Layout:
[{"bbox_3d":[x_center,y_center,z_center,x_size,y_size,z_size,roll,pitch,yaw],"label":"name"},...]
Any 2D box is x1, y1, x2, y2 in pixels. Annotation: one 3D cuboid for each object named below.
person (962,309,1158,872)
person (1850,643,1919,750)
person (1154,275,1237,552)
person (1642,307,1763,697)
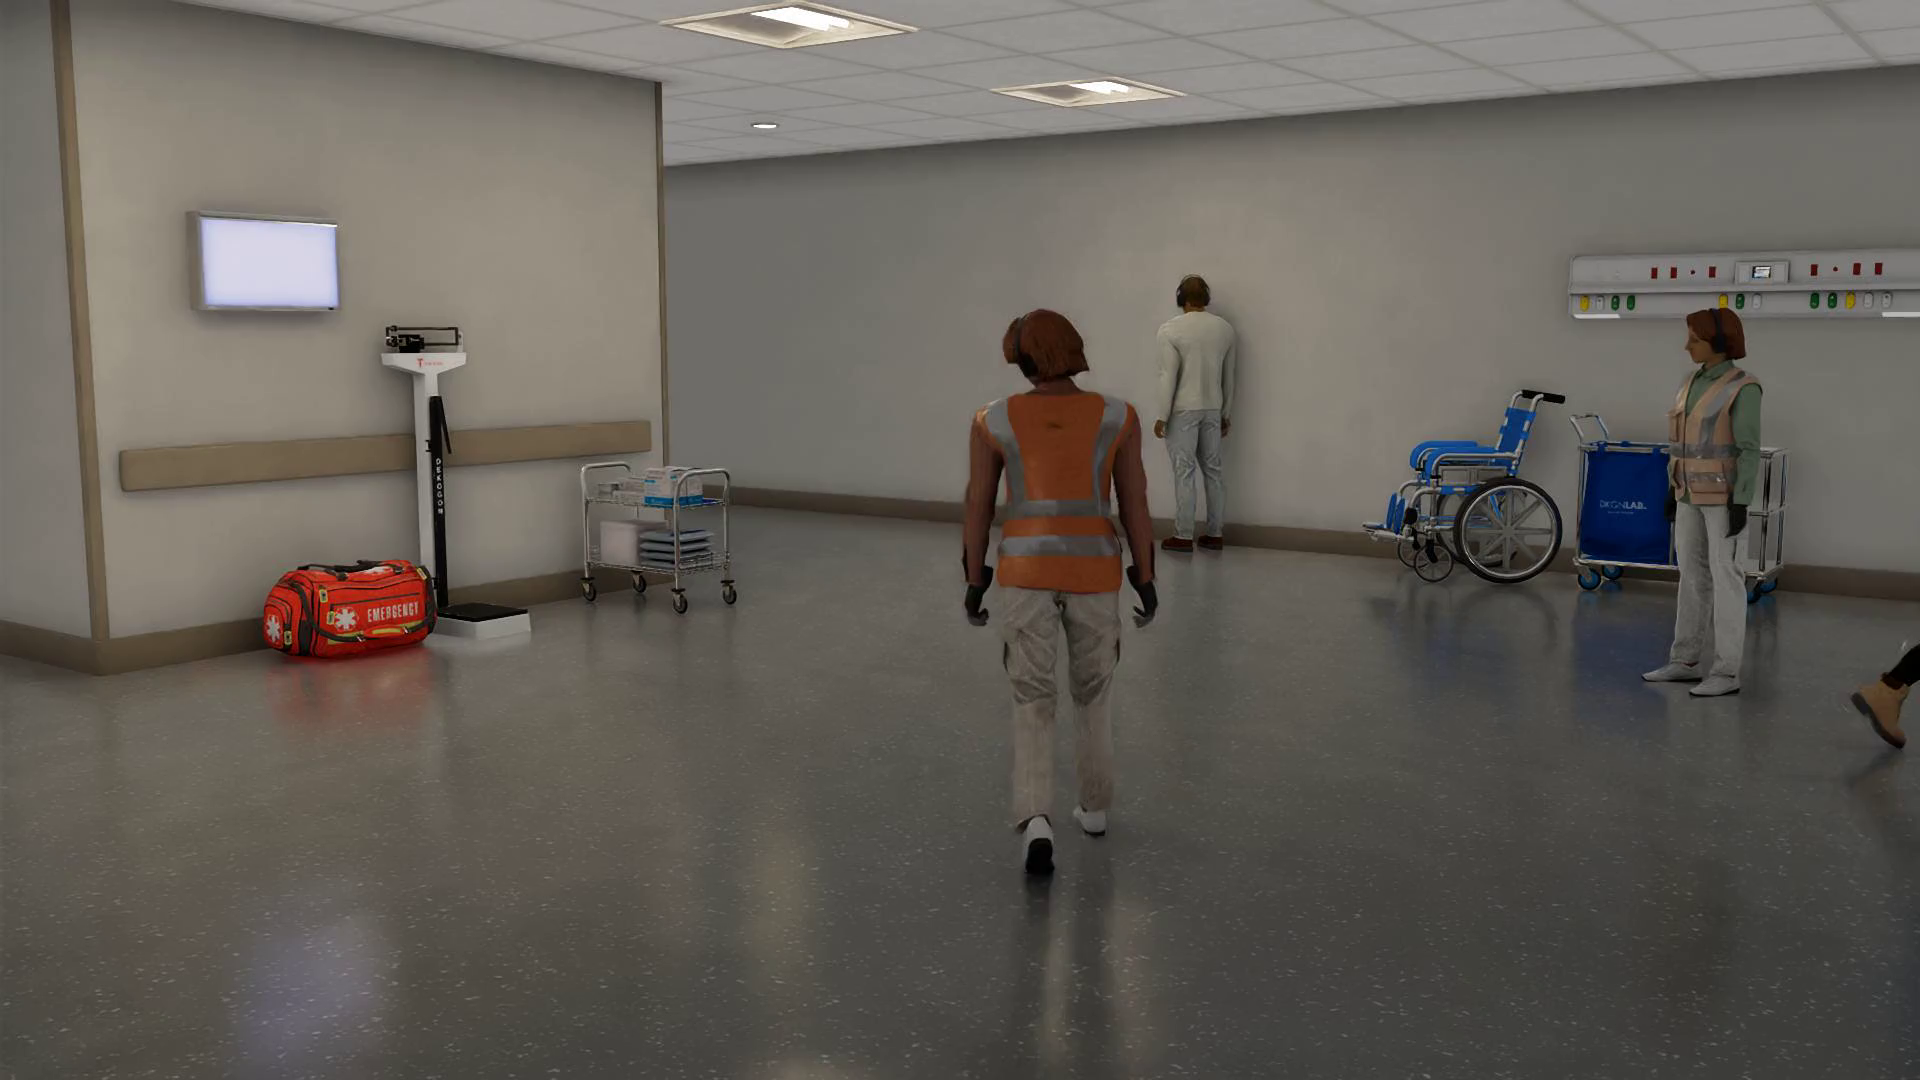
[{"bbox_3d":[0.287,0.135,4.807,0.566,1.606,0.722,0,7,3],"label":"person"},{"bbox_3d":[3.701,-0.047,6.017,0.803,1.669,0.540,2,7,16],"label":"person"},{"bbox_3d":[1.640,-0.880,11.638,0.633,1.936,0.352,-3,8,-26],"label":"person"},{"bbox_3d":[3.176,-0.160,7.050,0.313,1.637,0.513,-1,7,-10],"label":"person"}]
